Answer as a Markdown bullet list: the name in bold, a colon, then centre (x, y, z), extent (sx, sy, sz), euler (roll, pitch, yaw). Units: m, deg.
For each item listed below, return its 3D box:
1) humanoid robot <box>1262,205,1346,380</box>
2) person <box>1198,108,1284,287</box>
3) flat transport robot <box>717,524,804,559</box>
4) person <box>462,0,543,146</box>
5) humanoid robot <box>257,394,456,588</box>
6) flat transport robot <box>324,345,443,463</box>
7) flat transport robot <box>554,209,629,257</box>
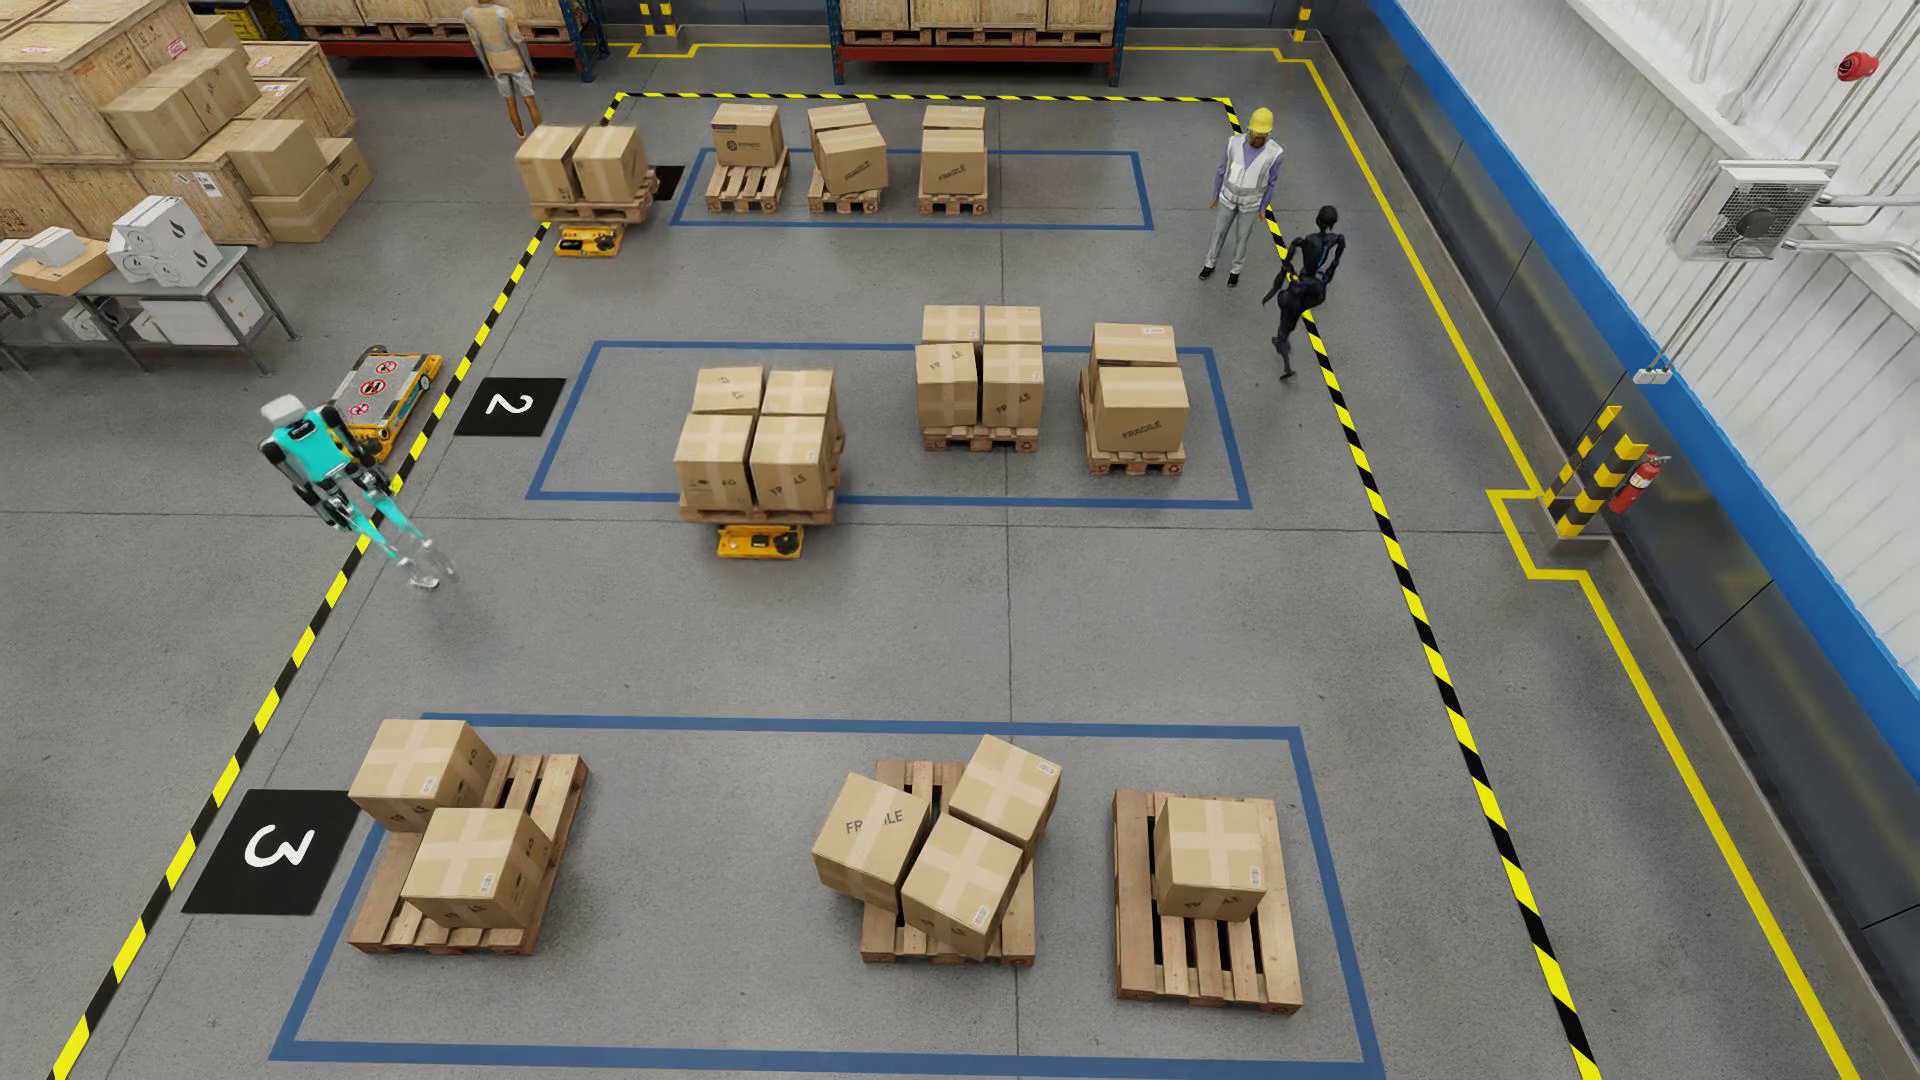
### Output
- **humanoid robot**: centre (3.146, -2.258, 8.381), extent (0.603, 1.652, 0.708), euler (-7, 50, -6)
- **person**: centre (2.826, -3.431, 9.245), extent (0.599, 1.832, 0.404), euler (21, 53, 17)
- **flat transport robot**: centre (-1.601, -0.451, 7.731), extent (0.652, 0.197, 1.431), euler (1, 50, 1)
- **person**: centre (-5.461, -5.747, 11.075), extent (0.604, 2.035, 0.386), euler (-2, 50, -2)
- **humanoid robot**: centre (-4.235, -0.208, 6.600), extent (0.809, 1.794, 0.535), euler (26, 55, 21)
- **flat transport robot**: centre (-5.383, -1.269, 8.441), extent (0.659, 0.231, 1.431), euler (1, 50, 1)
- **flat transport robot**: centre (-4.124, -3.732, 10.507), extent (0.652, 0.197, 1.431), euler (1, 50, 1)
